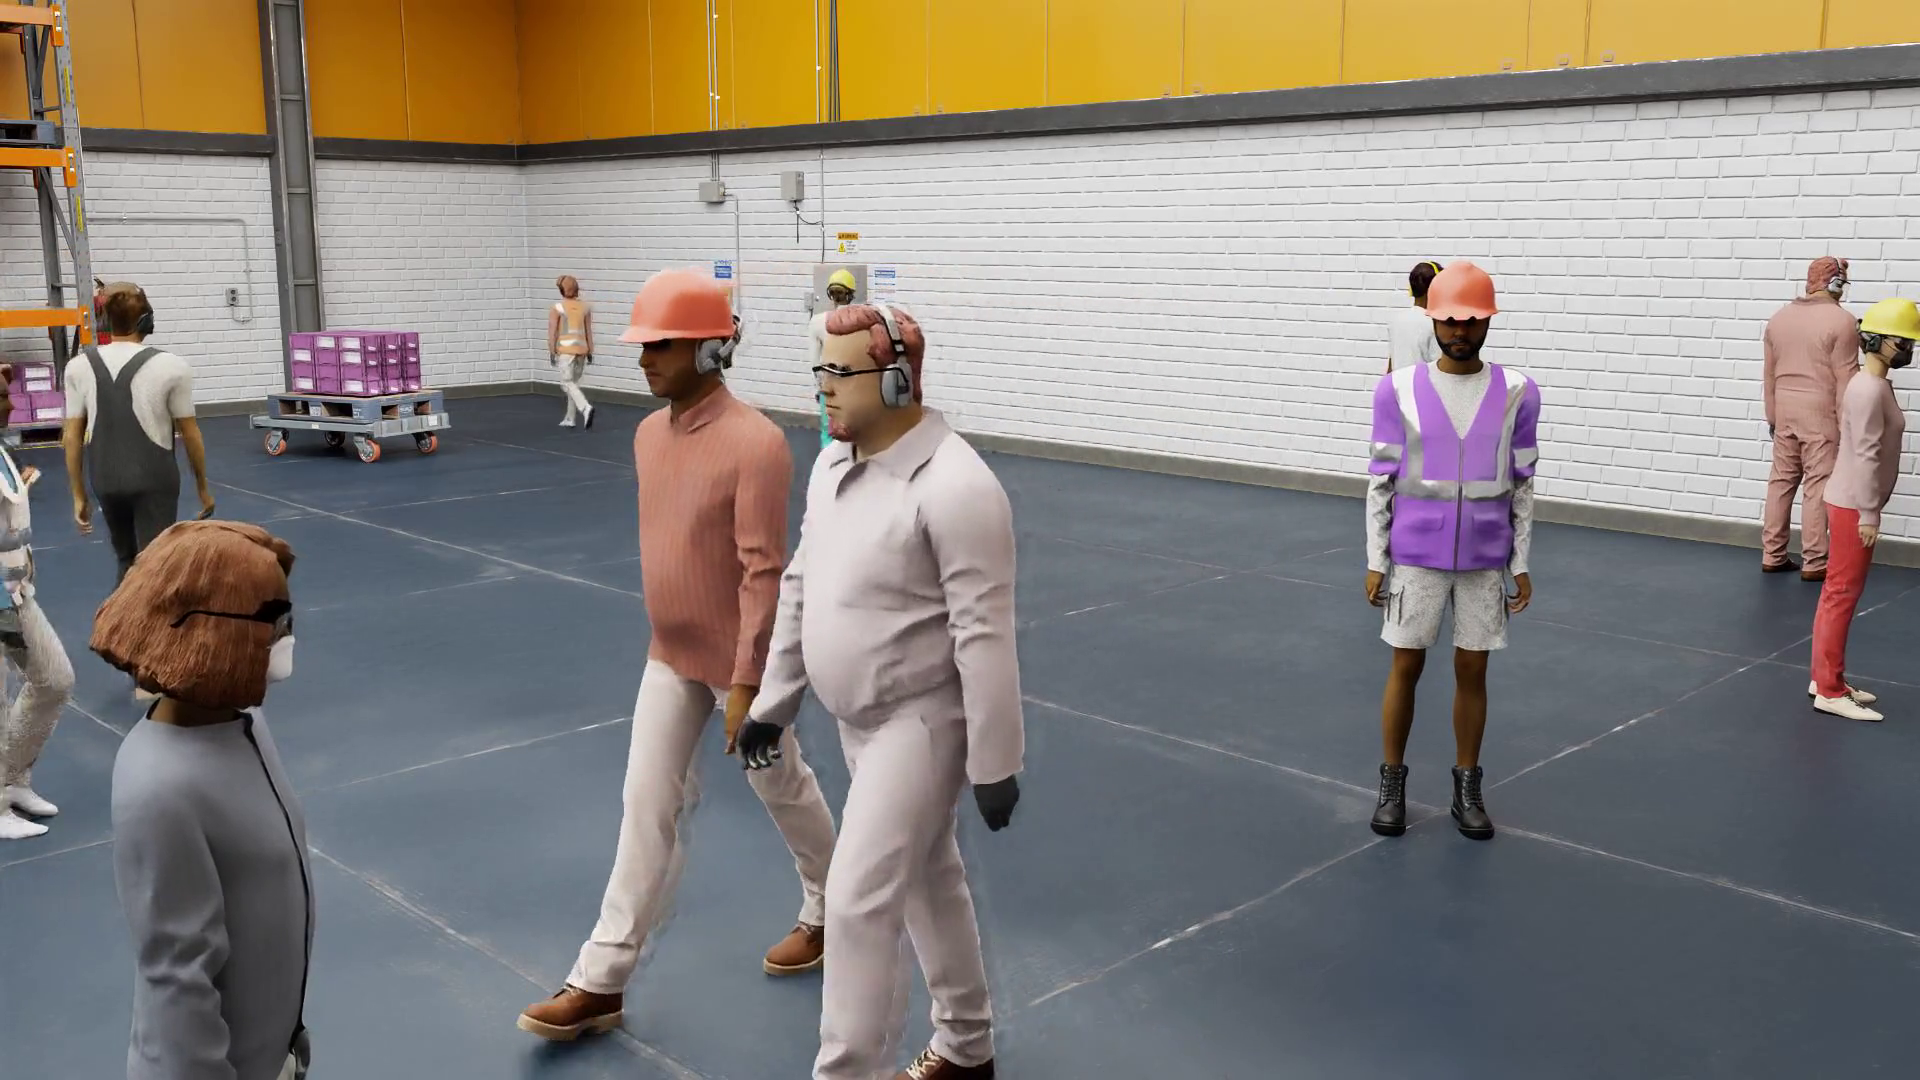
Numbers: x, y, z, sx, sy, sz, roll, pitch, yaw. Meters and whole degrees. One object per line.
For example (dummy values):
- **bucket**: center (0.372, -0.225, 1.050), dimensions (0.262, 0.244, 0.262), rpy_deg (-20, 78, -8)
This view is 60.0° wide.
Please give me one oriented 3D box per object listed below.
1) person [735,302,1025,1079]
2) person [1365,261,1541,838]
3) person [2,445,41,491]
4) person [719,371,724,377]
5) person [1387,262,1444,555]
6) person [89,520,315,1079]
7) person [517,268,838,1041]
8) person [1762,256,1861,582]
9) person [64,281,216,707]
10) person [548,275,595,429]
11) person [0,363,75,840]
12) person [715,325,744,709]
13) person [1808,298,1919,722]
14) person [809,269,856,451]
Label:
- **person**: center (-0.238, 0.430, 3.672), dimensions (0.854, 1.877, 0.660), rpy_deg (-5, 12, -26)
- **person**: center (1.640, 0.048, 5.566), dimensions (0.553, 1.935, 0.362), rpy_deg (1, 10, 8)
- **person**: center (-7.345, -1.181, 12.216), dimensions (0.907, 1.964, 0.618), rpy_deg (-7, 13, -35)
- **person**: center (-2.293, -1.473, 14.672), dimensions (0.308, 1.641, 0.517), rpy_deg (7, 12, 33)
- **person**: center (2.830, -0.783, 10.314), dimensions (0.320, 1.861, 0.521), rpy_deg (-5, 12, -27)
- **person**: center (-1.053, 0.776, 2.429), dimensions (0.289, 1.632, 0.497), rpy_deg (-3, 11, -14)
- **person**: center (-0.657, 0.283, 4.286), dimensions (0.629, 1.940, 1.051), rpy_deg (9, 14, 42)
- **person**: center (5.031, -0.709, 9.793), dimensions (0.408, 1.903, 0.638), rpy_deg (-4, 11, -19)
- **person**: center (-3.583, -0.215, 7.324), dimensions (0.510, 1.821, 0.716), rpy_deg (0, 10, -2)
- **person**: center (-4.025, -1.954, 17.373), dimensions (0.719, 1.616, 0.523), rpy_deg (9, 14, 40)
- **person**: center (-3.197, 0.213, 5.521), dimensions (0.377, 1.623, 0.519), rpy_deg (-2, 11, -11)
- **person**: center (-1.064, -0.148, 7.166), dimensions (0.297, 1.744, 0.487), rpy_deg (-3, 11, -16)
- **person**: center (3.827, -0.132, 7.029), dimensions (0.329, 1.763, 0.523), rpy_deg (5, 12, 27)
- **person**: center (-0.882, -1.162, 12.636), dimensions (0.523, 1.767, 0.313), rpy_deg (3, 11, 14)
